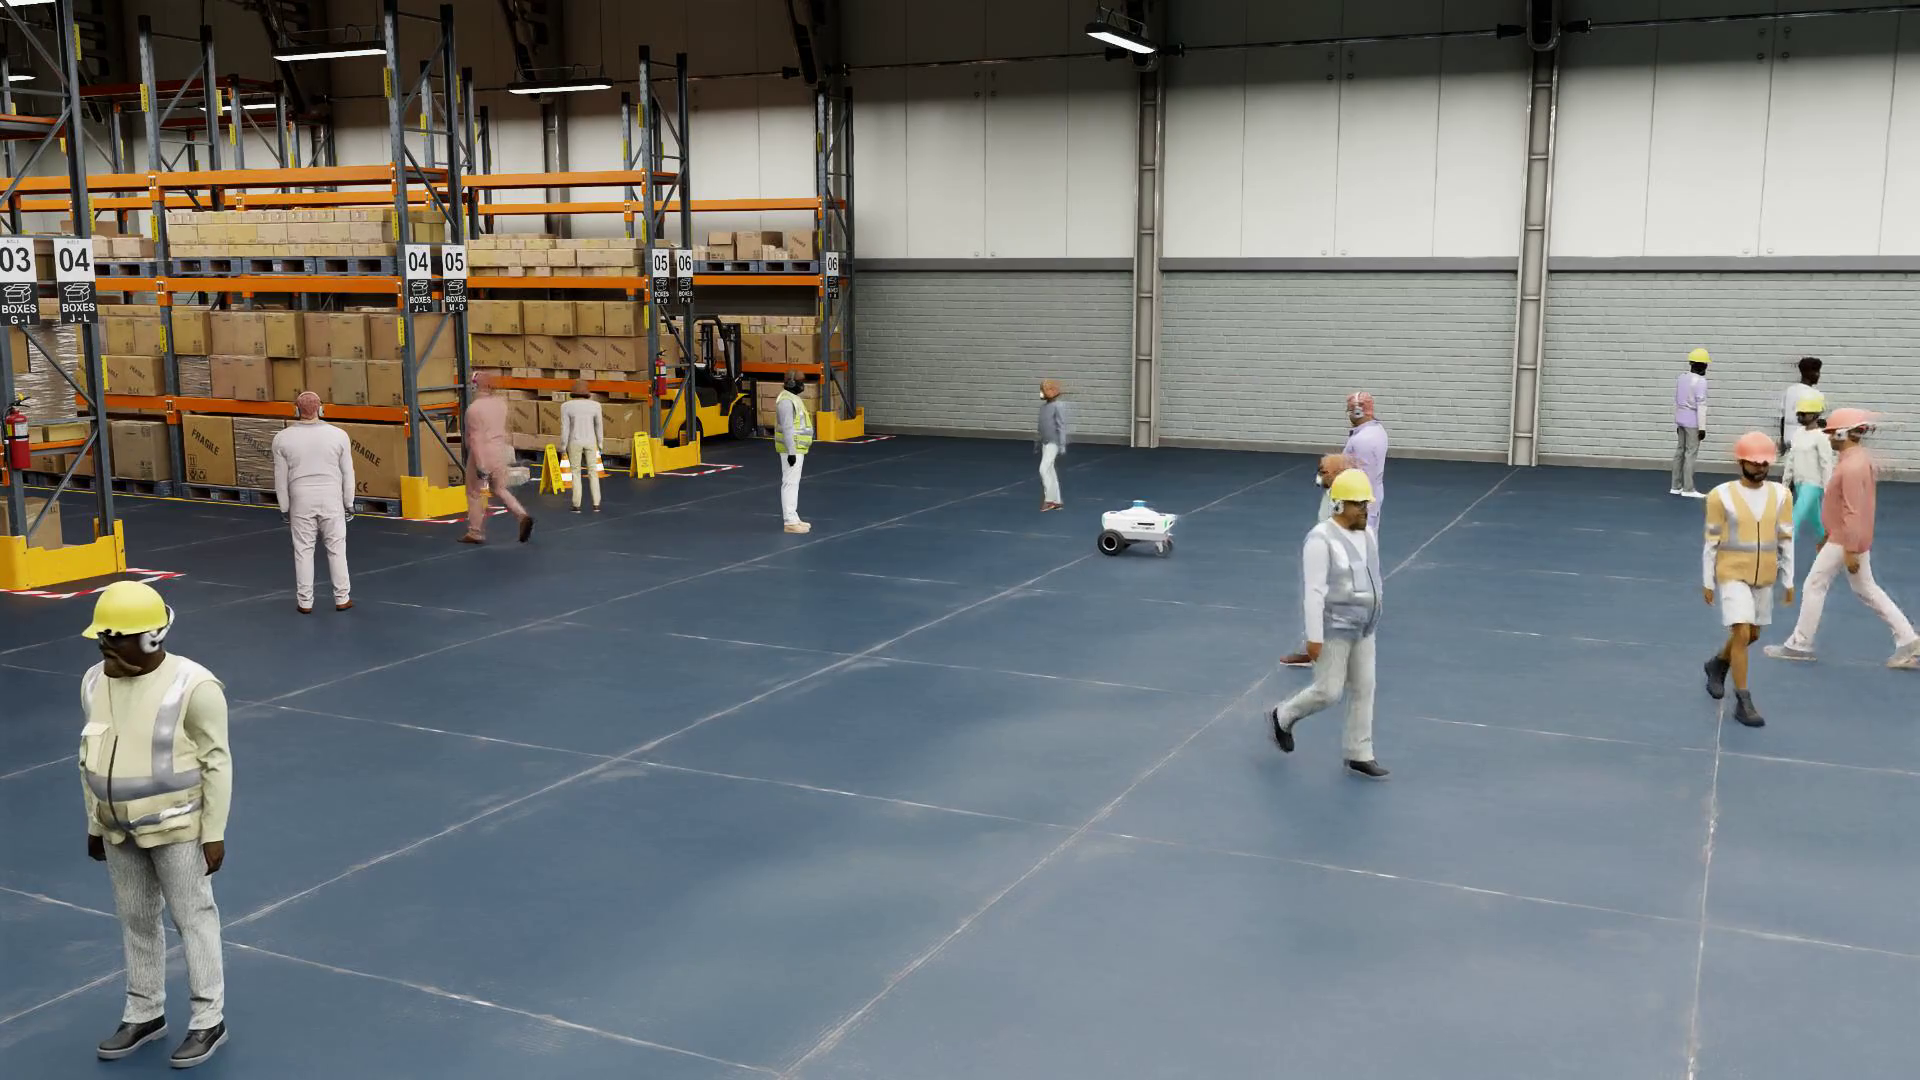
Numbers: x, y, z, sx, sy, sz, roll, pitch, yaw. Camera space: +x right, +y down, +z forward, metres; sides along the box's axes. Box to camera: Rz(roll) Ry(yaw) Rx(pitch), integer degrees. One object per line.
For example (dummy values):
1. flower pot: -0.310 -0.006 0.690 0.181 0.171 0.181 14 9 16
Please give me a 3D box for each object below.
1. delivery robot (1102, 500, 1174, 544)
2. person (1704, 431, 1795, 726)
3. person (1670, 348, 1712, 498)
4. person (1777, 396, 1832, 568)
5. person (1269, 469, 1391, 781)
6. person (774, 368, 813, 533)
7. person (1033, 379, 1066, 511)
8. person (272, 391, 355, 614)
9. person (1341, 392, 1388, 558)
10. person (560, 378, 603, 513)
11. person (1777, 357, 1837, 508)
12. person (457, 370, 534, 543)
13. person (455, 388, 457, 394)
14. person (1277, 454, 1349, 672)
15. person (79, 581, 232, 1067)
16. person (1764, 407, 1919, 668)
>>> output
1. delivery robot: 1.840 -0.165 17.183 0.707 0.478 0.477 3 10 19
2. person: 5.191 0.214 11.029 0.558 1.906 0.896 0 9 0
3. person: 9.484 -1.514 21.541 0.386 1.926 0.591 -1 9 -7
4. person: 8.240 -0.548 16.244 0.931 1.715 0.543 -1 9 -4
5. person: 2.190 0.474 9.711 0.604 1.810 0.726 -8 12 -40
6. person: -1.863 -1.005 18.687 0.429 1.843 0.627 0 9 0
7. person: 1.037 -1.140 20.210 0.542 1.610 0.528 -5 10 -26
8. person: -5.524 -0.320 14.274 0.641 1.913 0.408 -3 10 -20
9. person: 3.437 -0.321 14.317 0.405 1.902 0.636 4 10 24
10. person: -4.584 -1.145 20.180 0.507 1.631 0.266 -4 10 -23
11. person: 9.920 -1.150 19.317 0.878 1.930 0.613 0 9 1
12. person: -5.015 -0.878 17.797 0.796 1.880 0.642 4 10 22
13. person: -8.832 -2.667 28.264 0.684 2.000 0.535 -9 13 -44
14. person: 2.630 0.178 12.142 0.694 1.607 0.519 0 9 -1
15. person: -2.990 1.045 6.153 0.598 1.828 0.403 2 10 14
16. person: 6.659 -0.012 12.330 1.037 1.946 0.602 7 11 35
